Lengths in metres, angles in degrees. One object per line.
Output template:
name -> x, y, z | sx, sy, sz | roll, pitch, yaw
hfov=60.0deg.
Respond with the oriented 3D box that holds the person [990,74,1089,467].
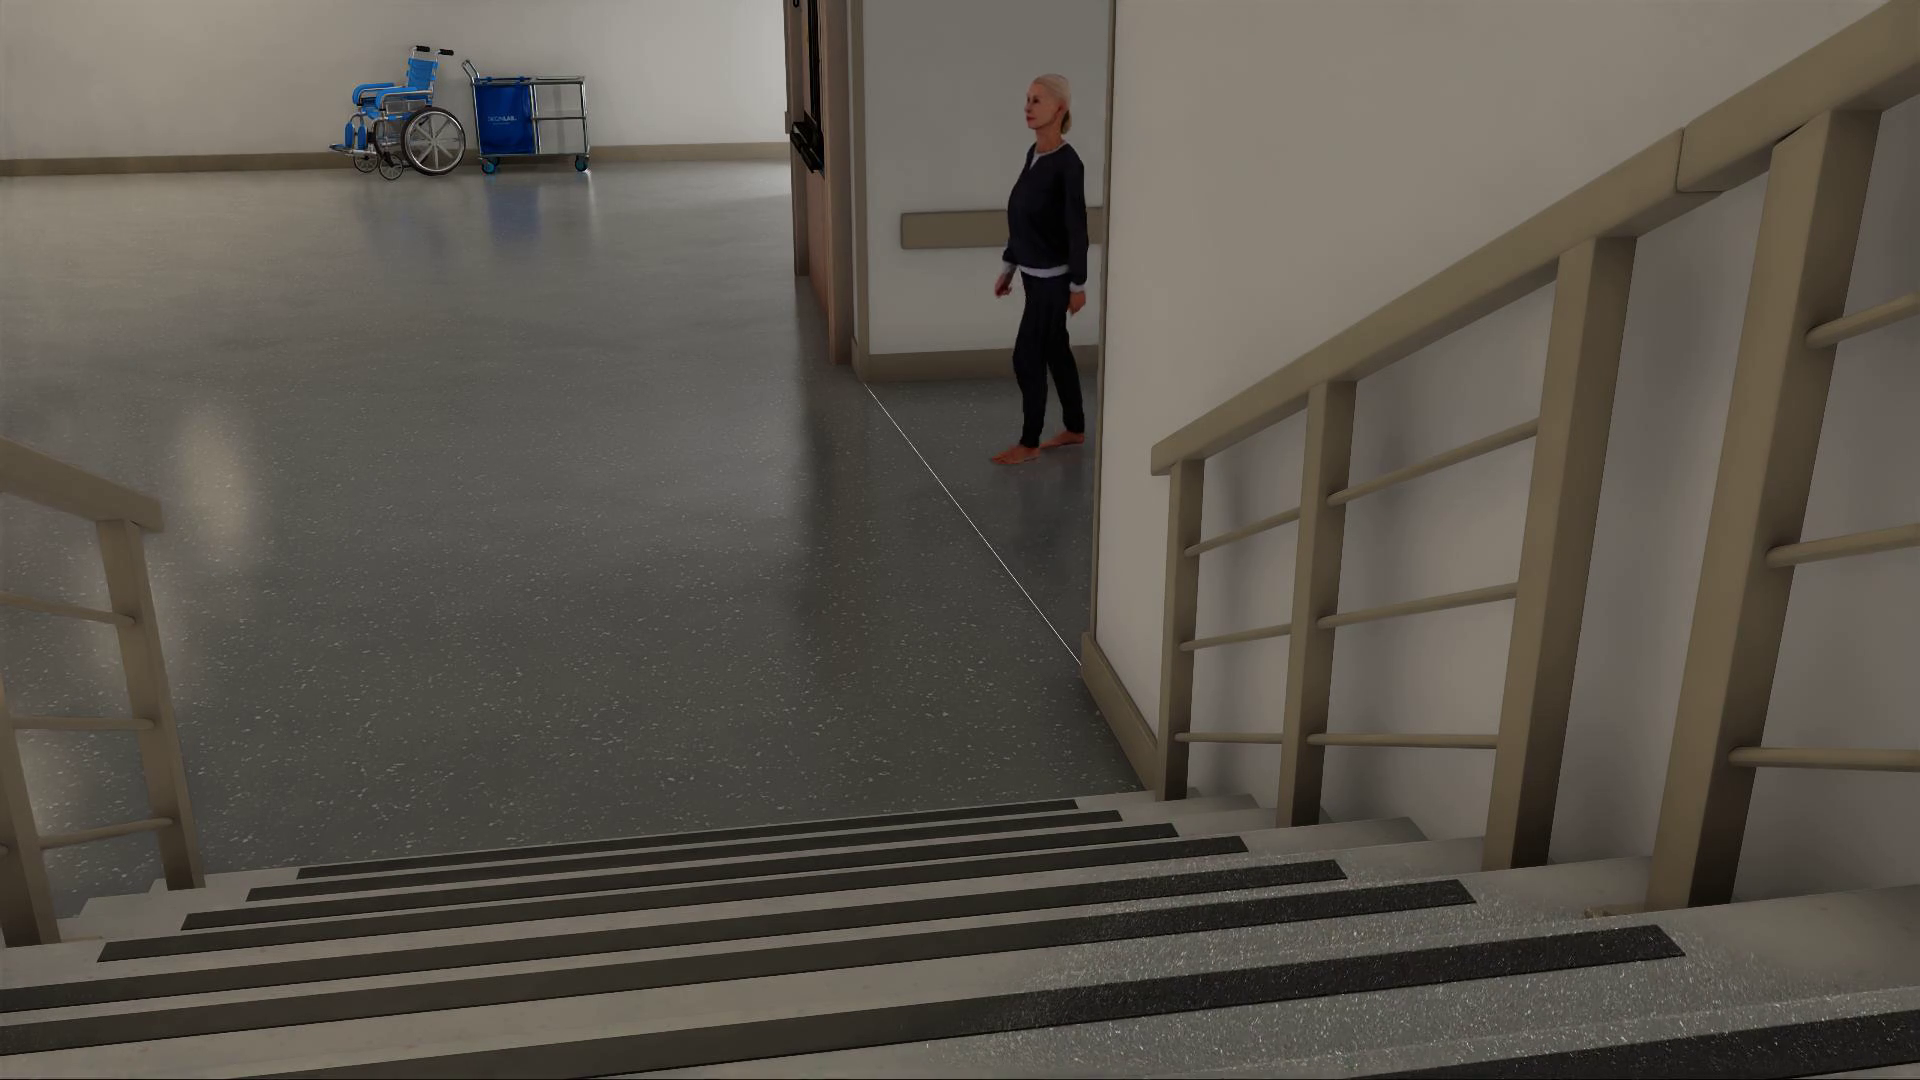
person -> 0.474, -1.217, 7.511 | 0.757, 1.707, 0.779 | -8, 22, -19
